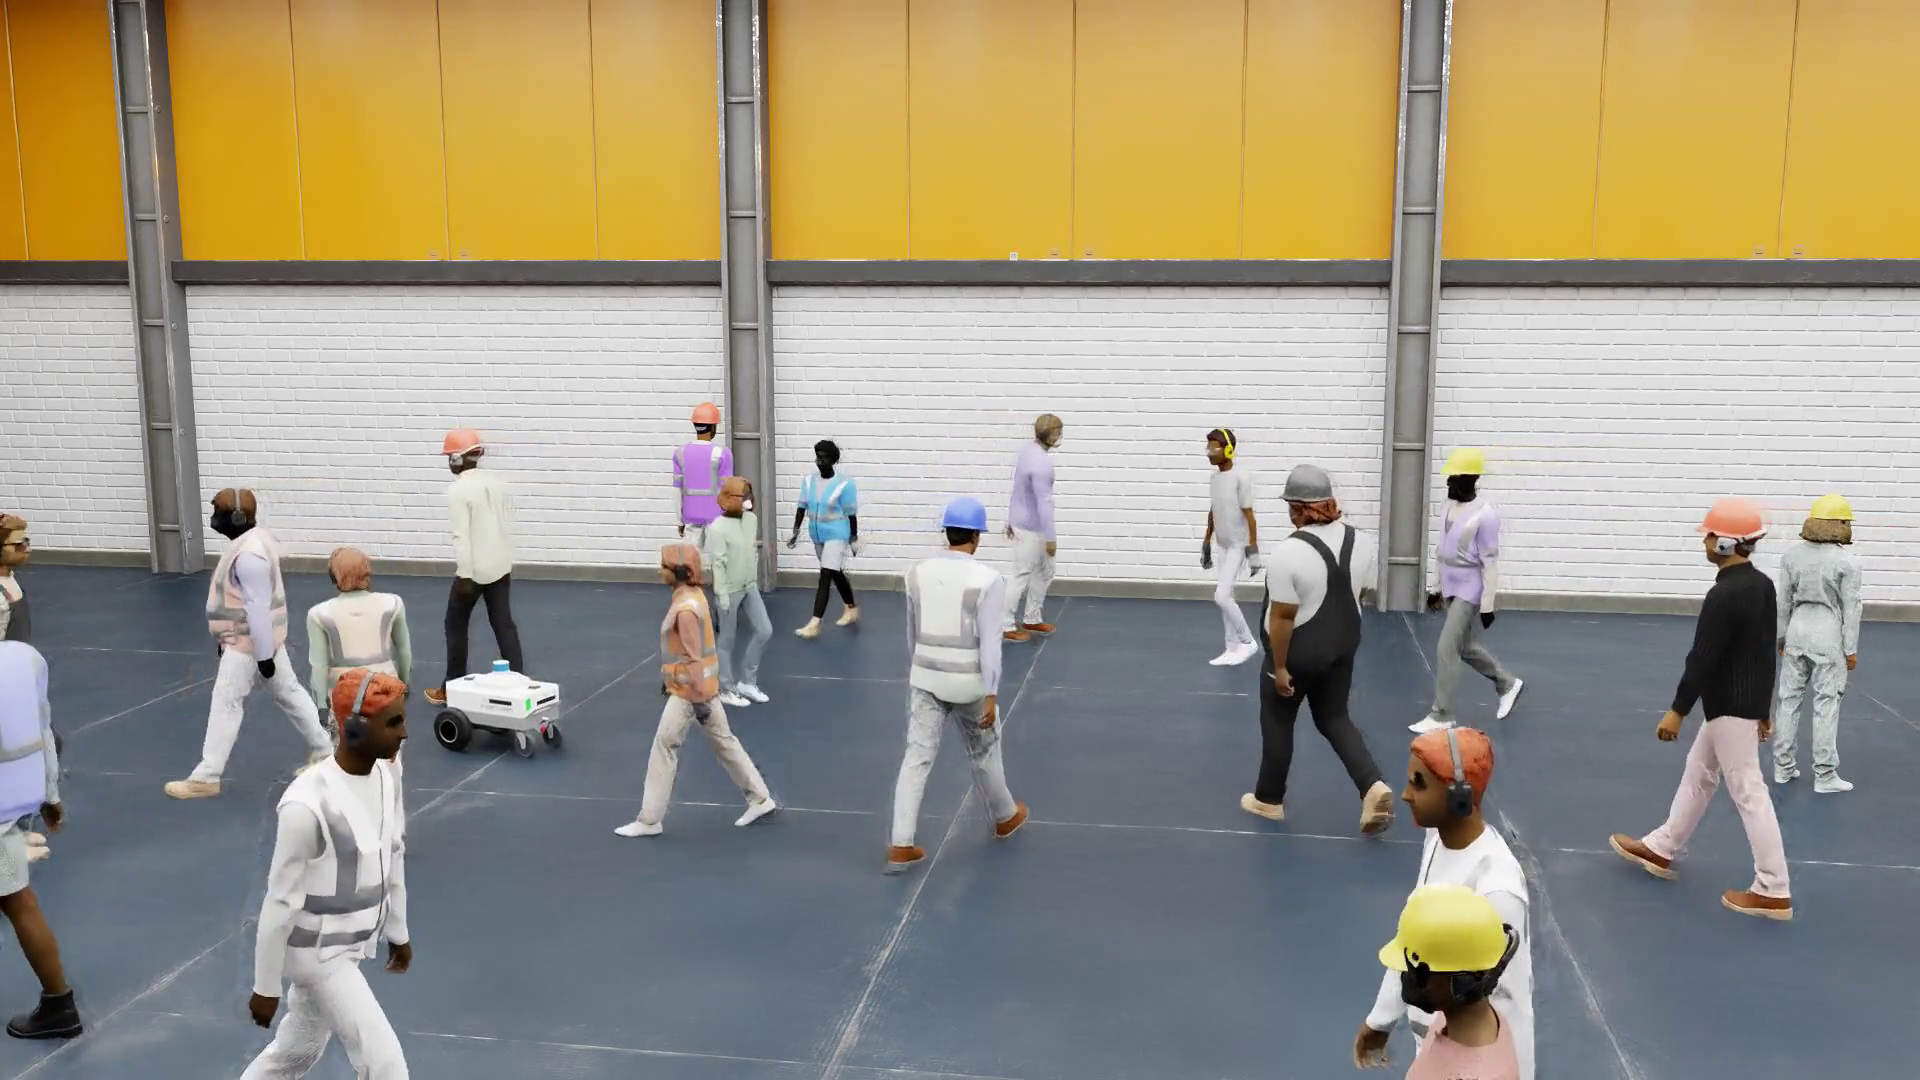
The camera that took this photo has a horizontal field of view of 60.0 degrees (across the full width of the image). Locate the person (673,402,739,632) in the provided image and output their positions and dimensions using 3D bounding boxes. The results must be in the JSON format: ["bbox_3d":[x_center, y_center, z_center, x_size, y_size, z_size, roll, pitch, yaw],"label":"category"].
[{"bbox_3d":[-2.130,-0.191,13.990,0.548,1.937,0.379,3,10,17],"label":"person"}]

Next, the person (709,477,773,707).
[{"bbox_3d":[-1.506,0.366,11.514,0.457,1.616,0.534,6,11,31],"label":"person"}]

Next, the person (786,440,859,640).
[{"bbox_3d":[-1.097,-0.024,13.868,0.538,1.646,0.909,7,12,38],"label":"person"}]

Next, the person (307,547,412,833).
[{"bbox_3d":[-3.138,0.830,8.763,0.523,1.595,0.870,-4,10,-25],"label":"person"}]

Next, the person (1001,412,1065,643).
[{"bbox_3d":[0.572,-0.089,13.460,0.652,1.899,0.645,-1,9,-3],"label":"person"}]

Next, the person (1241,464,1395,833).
[{"bbox_3d":[1.938,0.571,8.975,0.686,2.000,0.855,-5,10,-27],"label":"person"}]

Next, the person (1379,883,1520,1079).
[{"bbox_3d":[1.181,1.585,3.653,0.670,1.743,0.534,2,10,15],"label":"person"}]

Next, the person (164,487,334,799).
[{"bbox_3d":[-4.120,0.578,9.710,0.971,1.803,0.615,-3,10,-18],"label":"person"}]

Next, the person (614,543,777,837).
[{"bbox_3d":[-1.400,0.797,8.927,0.849,1.600,0.503,0,9,-2],"label":"person"}]

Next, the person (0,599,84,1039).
[{"bbox_3d":[-3.906,1.033,6.532,0.902,1.897,0.566,1,9,6],"label":"person"}]

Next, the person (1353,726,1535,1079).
[{"bbox_3d":[1.380,1.396,4.550,1.030,1.829,0.559,1,9,9],"label":"person"}]

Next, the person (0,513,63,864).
[{"bbox_3d":[-4.826,0.767,8.437,0.407,1.824,0.549,-3,10,-16],"label":"person"}]

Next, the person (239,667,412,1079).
[{"bbox_3d":[-2.066,1.286,5.301,1.021,1.822,0.587,1,9,4],"label":"person"}]

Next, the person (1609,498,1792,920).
[{"bbox_3d":[3.583,0.774,7.957,0.994,1.951,0.608,8,12,41],"label":"person"}]

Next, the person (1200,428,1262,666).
[{"bbox_3d":[2.064,0.073,12.660,0.426,1.844,0.596,-4,10,-24],"label":"person"}]

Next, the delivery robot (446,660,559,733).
[{"bbox_3d":[-2.903,1.008,10.561,0.707,0.478,0.477,4,10,25],"label":"delivery robot"}]

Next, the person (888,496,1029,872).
[{"bbox_3d":[-0.023,0.720,8.586,0.649,1.879,1.022,5,11,31],"label":"person"}]

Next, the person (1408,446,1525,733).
[{"bbox_3d":[3.390,0.319,10.965,0.839,1.904,0.583,-2,9,-11],"label":"person"}]

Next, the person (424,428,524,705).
[{"bbox_3d":[-3.384,0.210,11.479,0.885,1.951,0.646,4,10,21],"label":"person"}]

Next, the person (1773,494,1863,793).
[{"bbox_3d":[5.027,0.598,9.738,0.314,1.740,0.486,-6,11,-31],"label":"person"}]
